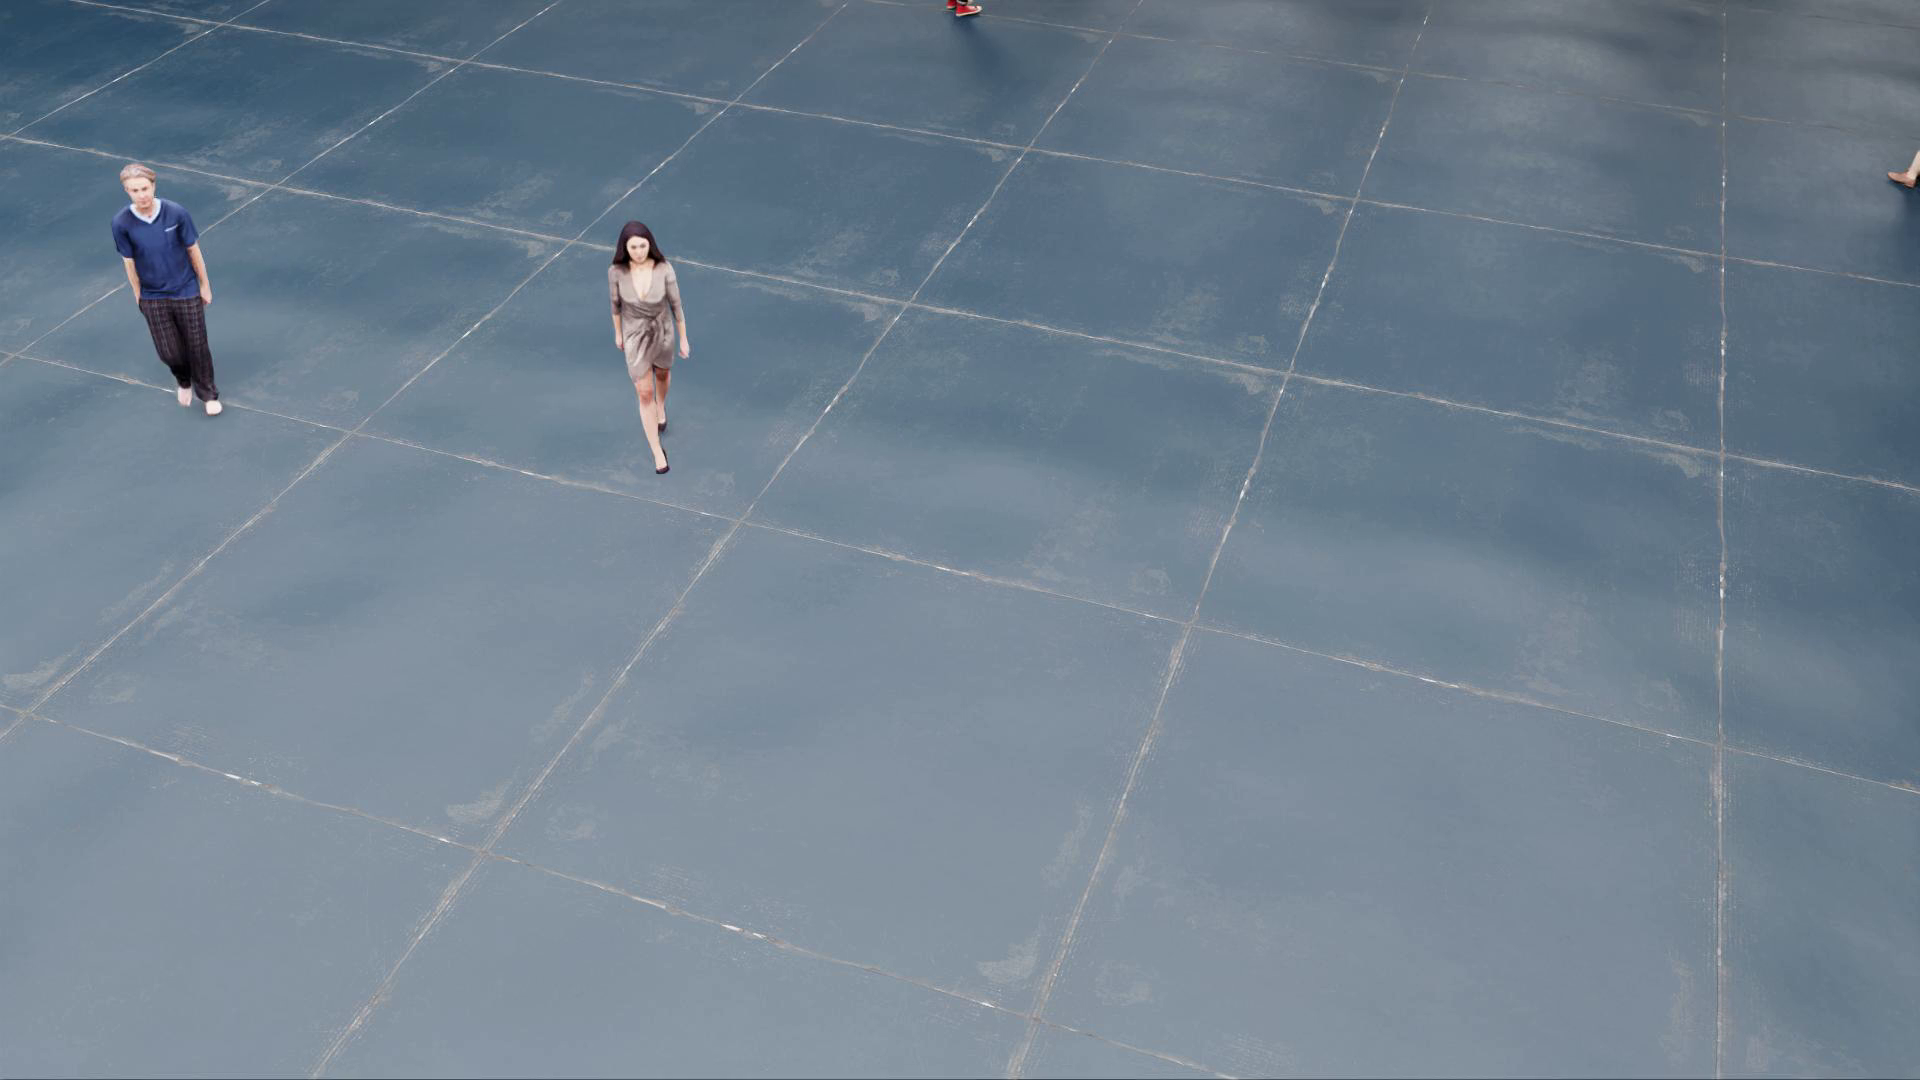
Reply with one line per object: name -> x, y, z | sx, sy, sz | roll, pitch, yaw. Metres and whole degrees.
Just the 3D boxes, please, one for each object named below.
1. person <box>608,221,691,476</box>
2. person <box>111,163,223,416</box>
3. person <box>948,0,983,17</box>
person -> -2.053, -1.345, 11.007 | 0.996, 1.689, 1.181 | -8, 39, -10
person -> -5.403, -1.722, 11.350 | 0.804, 1.861, 0.868 | -17, 41, -21
person -> 0.023, -6.420, 17.440 | 0.749, 1.756, 0.704 | -19, 42, -23
